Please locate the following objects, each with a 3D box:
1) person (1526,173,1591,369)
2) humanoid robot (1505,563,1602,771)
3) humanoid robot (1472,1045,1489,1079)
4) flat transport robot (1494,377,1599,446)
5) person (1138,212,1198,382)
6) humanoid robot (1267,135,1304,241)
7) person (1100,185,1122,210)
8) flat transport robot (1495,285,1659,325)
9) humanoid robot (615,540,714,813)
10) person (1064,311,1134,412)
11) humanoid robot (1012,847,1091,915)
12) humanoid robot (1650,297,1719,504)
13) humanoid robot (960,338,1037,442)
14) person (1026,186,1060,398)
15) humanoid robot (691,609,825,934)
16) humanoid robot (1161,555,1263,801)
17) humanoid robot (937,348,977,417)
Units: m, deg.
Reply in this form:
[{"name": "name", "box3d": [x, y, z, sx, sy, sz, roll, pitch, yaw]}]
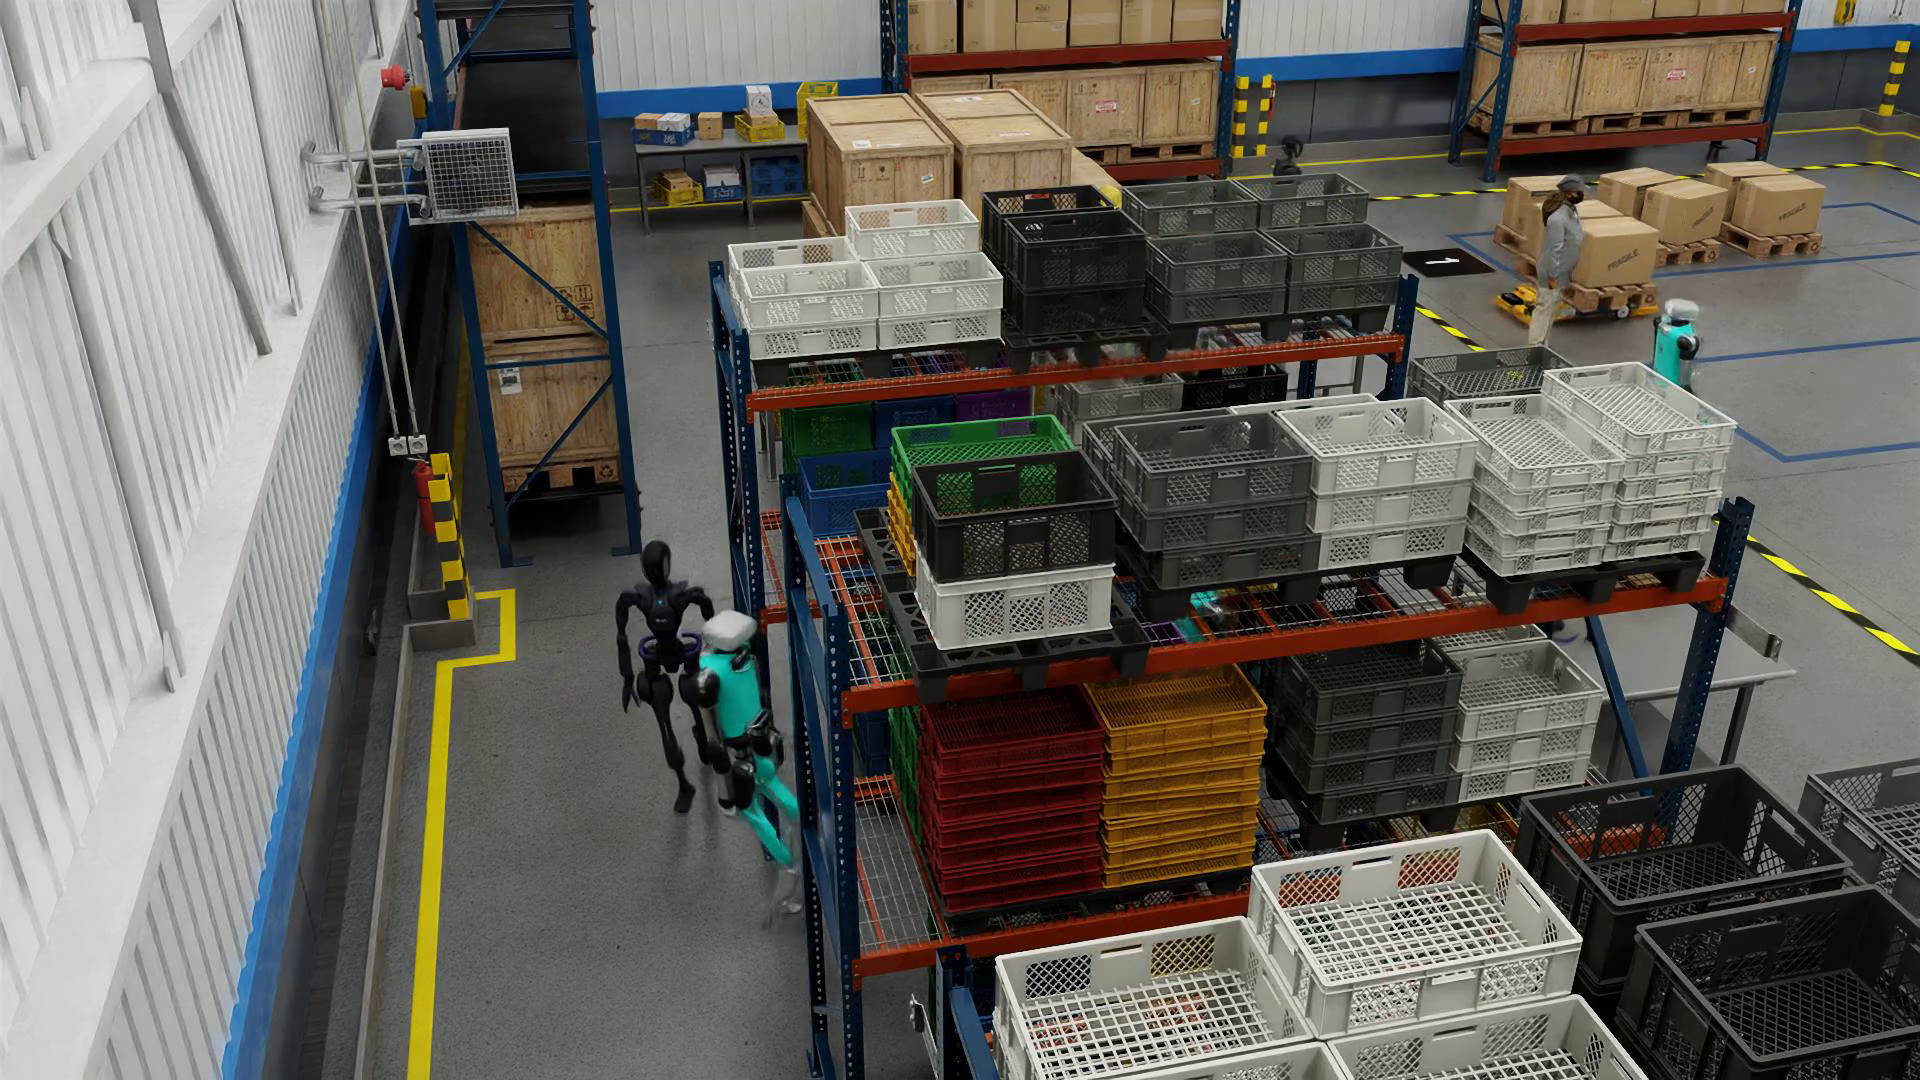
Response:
[{"name": "person", "box3d": [5.389, -2.450, 15.085, 0.398, 1.769, 0.563, 15, 31, 26]}, {"name": "humanoid robot", "box3d": [3.305, 0.627, 9.348, 0.589, 1.658, 0.329, 24, 36, 38]}, {"name": "humanoid robot", "box3d": [1.980, 2.375, 6.008, 0.997, 1.779, 0.532, -6, 28, -11]}, {"name": "flat transport robot", "box3d": [4.780, -1.036, 14.013, 0.659, 0.231, 1.431, -6, 28, -12]}, {"name": "person", "box3d": [1.724, -1.723, 13.431, 0.650, 2.025, 0.690, -17, 32, -28]}, {"name": "humanoid robot", "box3d": [3.163, -3.224, 16.660, 0.440, 1.646, 0.589, 2, 28, 3]}, {"name": "person", "box3d": [1.264, -2.196, 14.535, 0.585, 1.833, 0.404, 5, 28, 9]}, {"name": "flat transport robot", "box3d": [6.152, -2.398, 16.566, 1.431, 0.197, 0.652, -6, 28, -12]}, {"name": "humanoid robot", "box3d": [-1.584, 0.692, 9.229, 0.606, 1.636, 0.545, -3, 28, -5]}, {"name": "person", "box3d": [1.099, -1.460, 13.079, 0.618, 1.883, 1.005, 10, 29, 18]}, {"name": "humanoid robot", "box3d": [0.464, 1.214, 8.028, 0.735, 1.674, 0.533, 3, 28, 6]}, {"name": "humanoid robot", "box3d": [5.418, -0.969, 12.260, 0.774, 1.723, 0.534, -2, 28, -3]}, {"name": "humanoid robot", "box3d": [0.300, -0.504, 11.319, 0.534, 1.695, 0.730, -4, 28, -8]}, {"name": "person", "box3d": [0.703, -2.118, 14.335, 0.574, 1.882, 0.356, 0, 28, -1]}, {"name": "humanoid robot", "box3d": [-0.910, 1.213, 8.224, 0.656, 1.839, 0.548, 10, 30, 19]}, {"name": "humanoid robot", "box3d": [1.378, 0.810, 8.874, 0.679, 1.744, 0.540, -14, 31, -24]}, {"name": "humanoid robot", "box3d": [0.043, -1.099, 12.670, 0.723, 1.633, 0.601, -6, 28, -11]}]
